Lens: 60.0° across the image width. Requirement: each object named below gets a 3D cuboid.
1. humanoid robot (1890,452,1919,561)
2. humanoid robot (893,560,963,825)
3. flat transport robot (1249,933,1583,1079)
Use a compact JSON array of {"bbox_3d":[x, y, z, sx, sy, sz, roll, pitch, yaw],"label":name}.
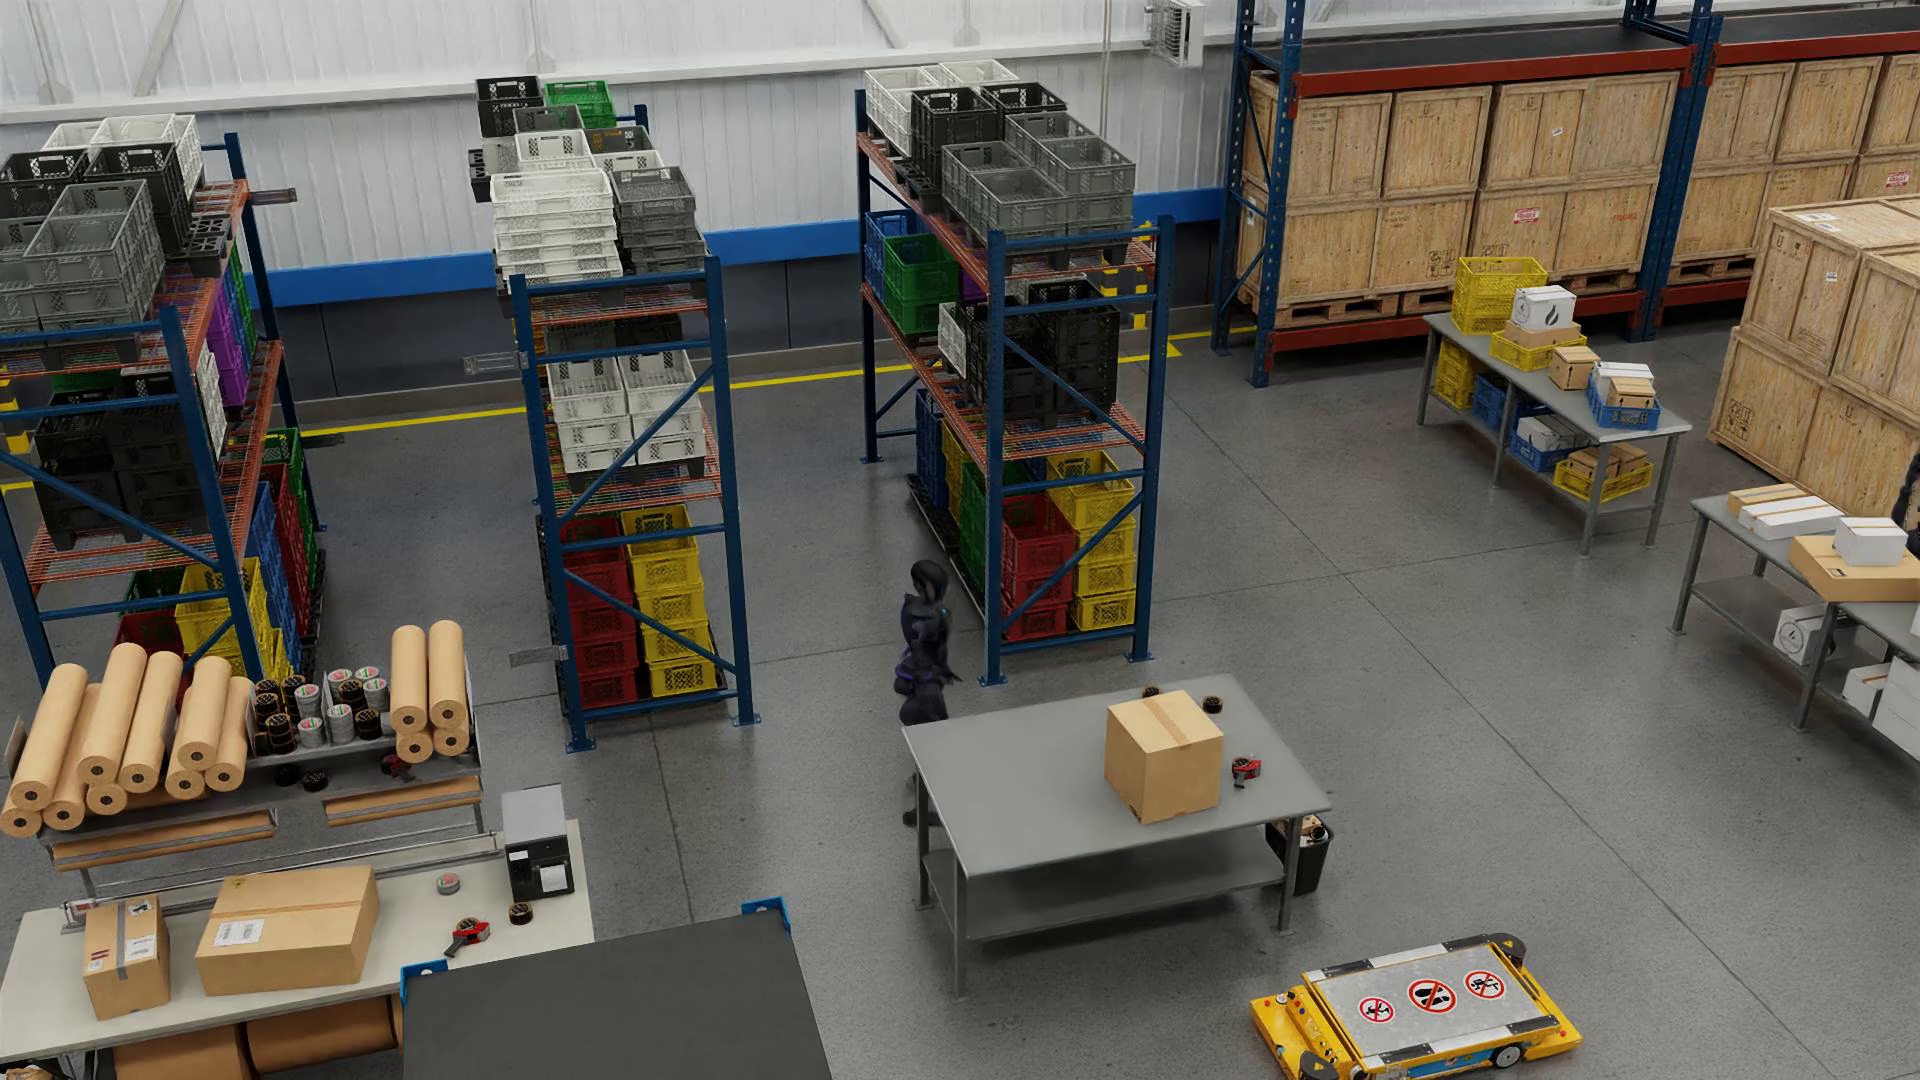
[{"bbox_3d":[6.381,-0.048,10.804,0.632,1.643,0.421,4,29,7],"label":"humanoid robot"},{"bbox_3d":[-0.177,0.817,9.212,0.324,1.637,0.616,7,30,12],"label":"humanoid robot"},{"bbox_3d":[2.184,2.282,7.980,1.431,0.197,0.652,-8,30,-14],"label":"flat transport robot"}]
